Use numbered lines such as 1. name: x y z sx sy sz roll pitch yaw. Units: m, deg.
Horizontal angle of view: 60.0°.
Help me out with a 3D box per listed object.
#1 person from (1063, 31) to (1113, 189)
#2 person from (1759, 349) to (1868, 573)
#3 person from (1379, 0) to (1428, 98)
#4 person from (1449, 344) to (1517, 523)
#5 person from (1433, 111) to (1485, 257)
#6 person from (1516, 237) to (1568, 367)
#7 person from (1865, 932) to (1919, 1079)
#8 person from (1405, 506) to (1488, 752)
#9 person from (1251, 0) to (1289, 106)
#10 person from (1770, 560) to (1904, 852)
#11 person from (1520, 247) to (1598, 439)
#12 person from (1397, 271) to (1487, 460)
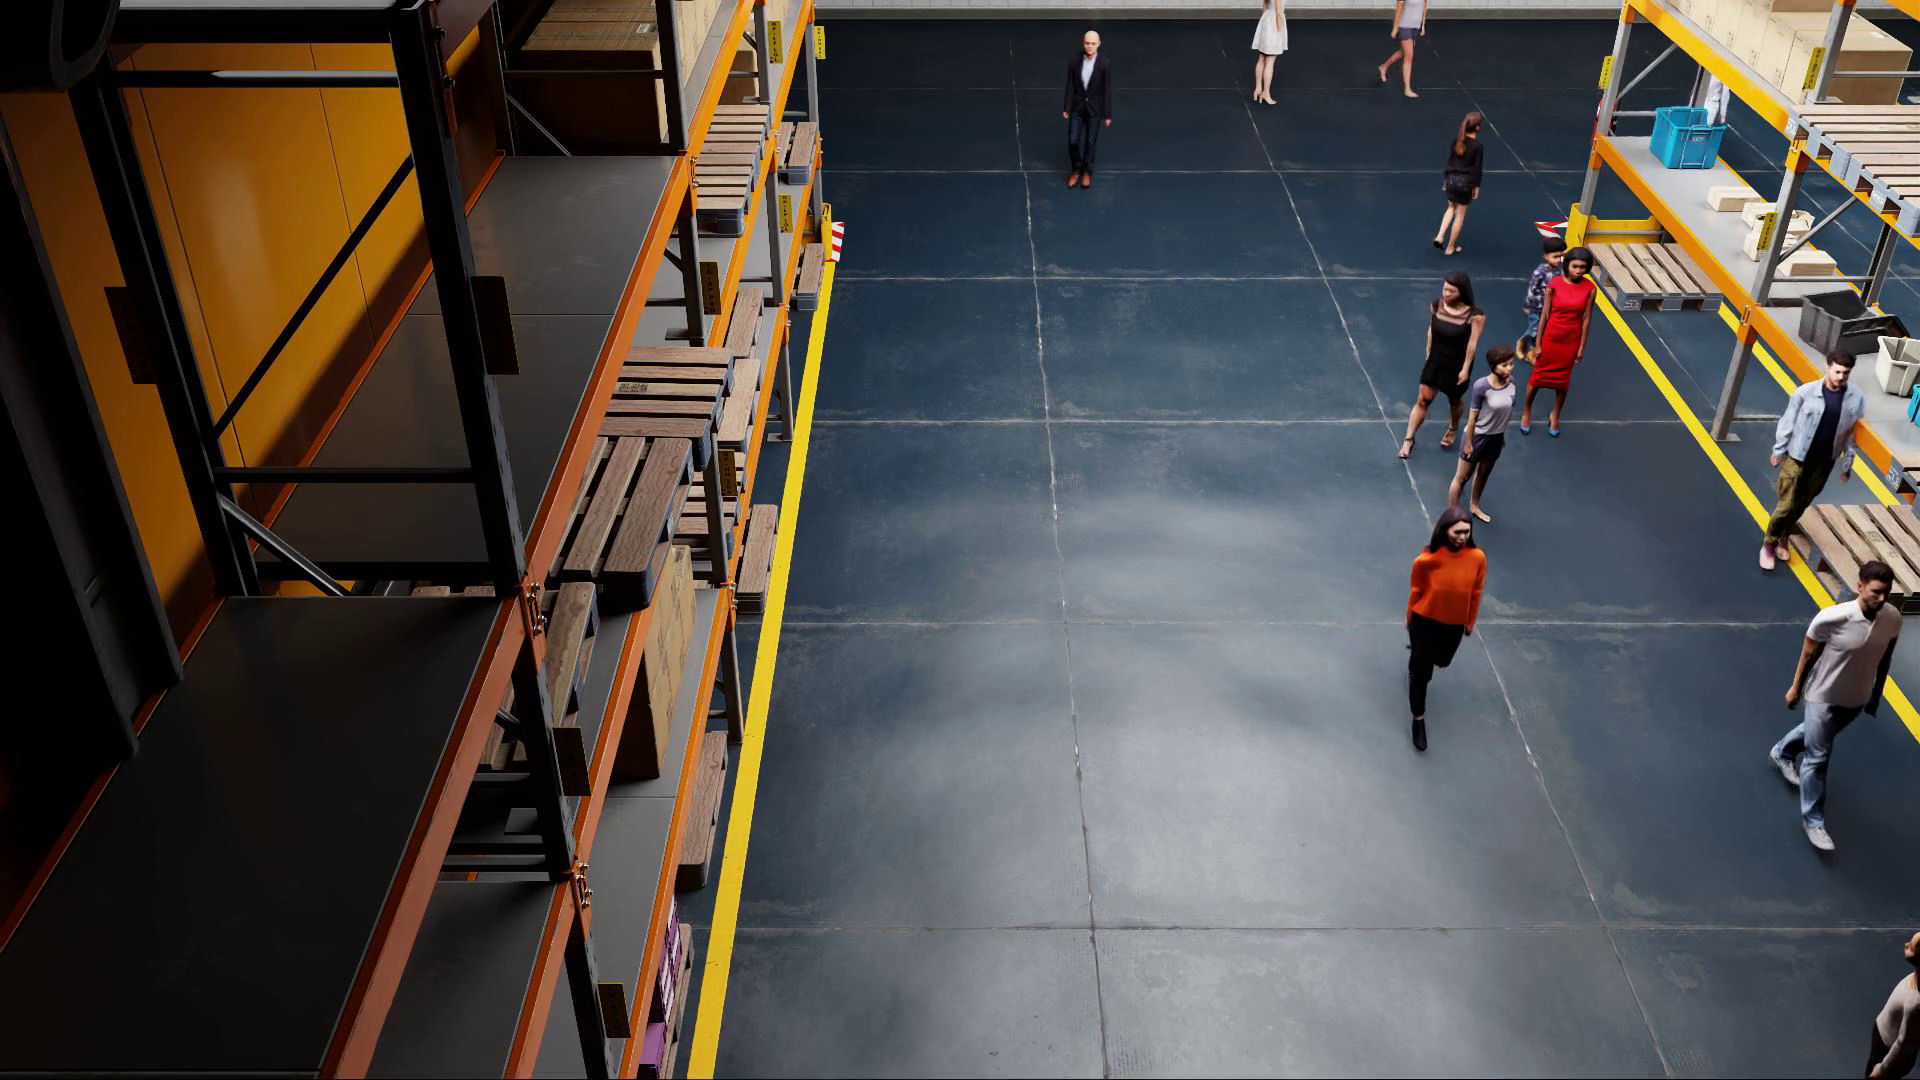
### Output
1. person: 1.458 -4.933 18.941 0.798 1.788 0.733 8 34 11
2. person: 6.369 -0.659 12.504 0.715 1.796 0.727 3 34 4
3. person: 5.784 -6.679 21.650 0.943 1.696 1.169 -17 37 -24
4. person: 4.091 -0.827 12.966 0.645 1.565 0.655 -15 36 -21
5. person: 5.160 -3.680 17.274 0.768 1.547 0.709 -28 43 -35
6. person: 5.343 -2.213 15.340 0.560 1.244 0.612 -7 34 -11
7. person: 4.555 2.463 8.088 0.677 1.484 0.583 22 39 29
8. person: 3.096 0.484 10.843 0.628 1.729 1.030 -1 34 -1
9. person: 3.981 -6.488 21.292 0.784 1.774 0.670 -9 35 -14
10. person: 5.324 0.886 10.159 0.723 1.819 1.160 -2 34 -3
11. person: 5.074 -1.673 14.080 0.601 1.739 0.575 7 34 10
12. person: 4.119 -1.472 13.833 0.994 1.678 1.085 24 41 32
